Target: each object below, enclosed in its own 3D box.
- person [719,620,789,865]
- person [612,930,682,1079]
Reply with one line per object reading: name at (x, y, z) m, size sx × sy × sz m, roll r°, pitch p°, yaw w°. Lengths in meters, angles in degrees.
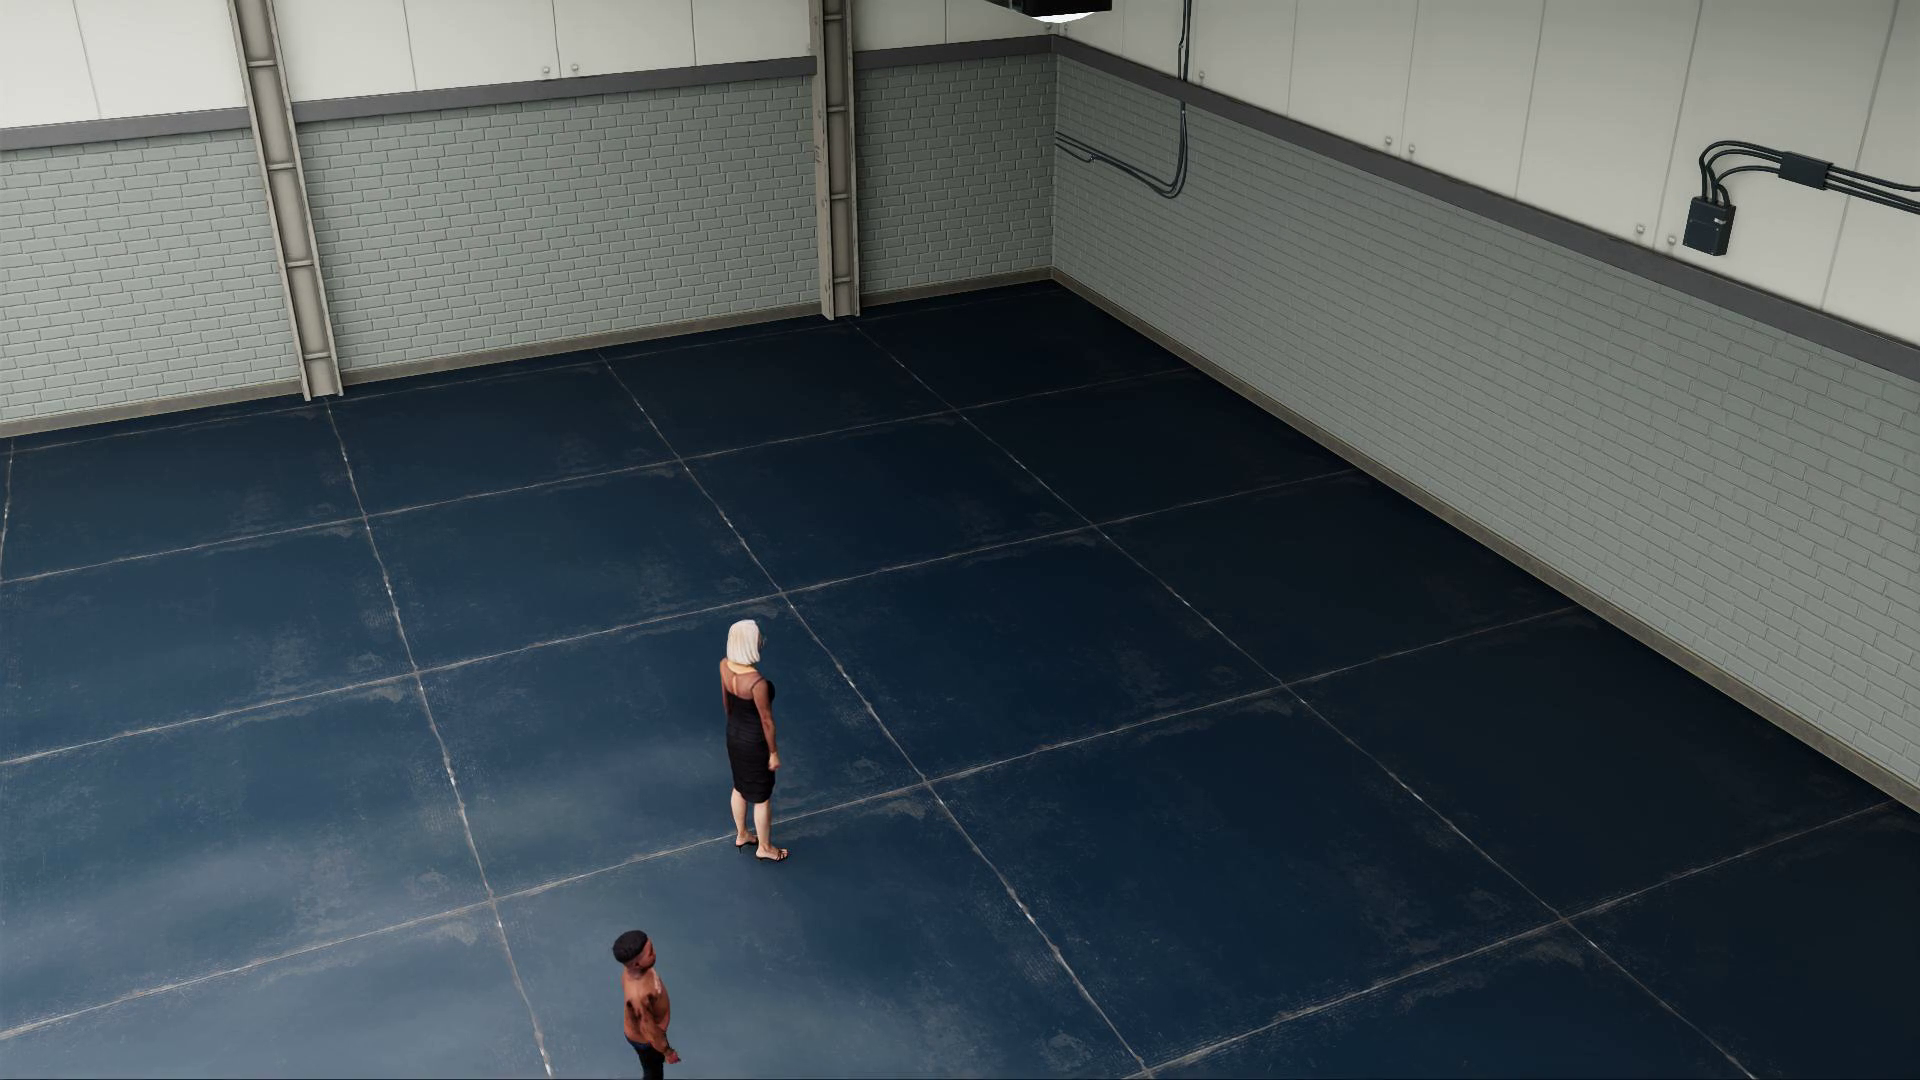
person at (-1.327, 1.277, 10.510) m, size 0.623 × 1.748 × 0.656 m, roll -24°, pitch 36°, yaw -39°
person at (-1.655, 2.538, 8.604) m, size 0.599 × 1.251 × 0.588 m, roll -5°, pitch 28°, yaw -10°
